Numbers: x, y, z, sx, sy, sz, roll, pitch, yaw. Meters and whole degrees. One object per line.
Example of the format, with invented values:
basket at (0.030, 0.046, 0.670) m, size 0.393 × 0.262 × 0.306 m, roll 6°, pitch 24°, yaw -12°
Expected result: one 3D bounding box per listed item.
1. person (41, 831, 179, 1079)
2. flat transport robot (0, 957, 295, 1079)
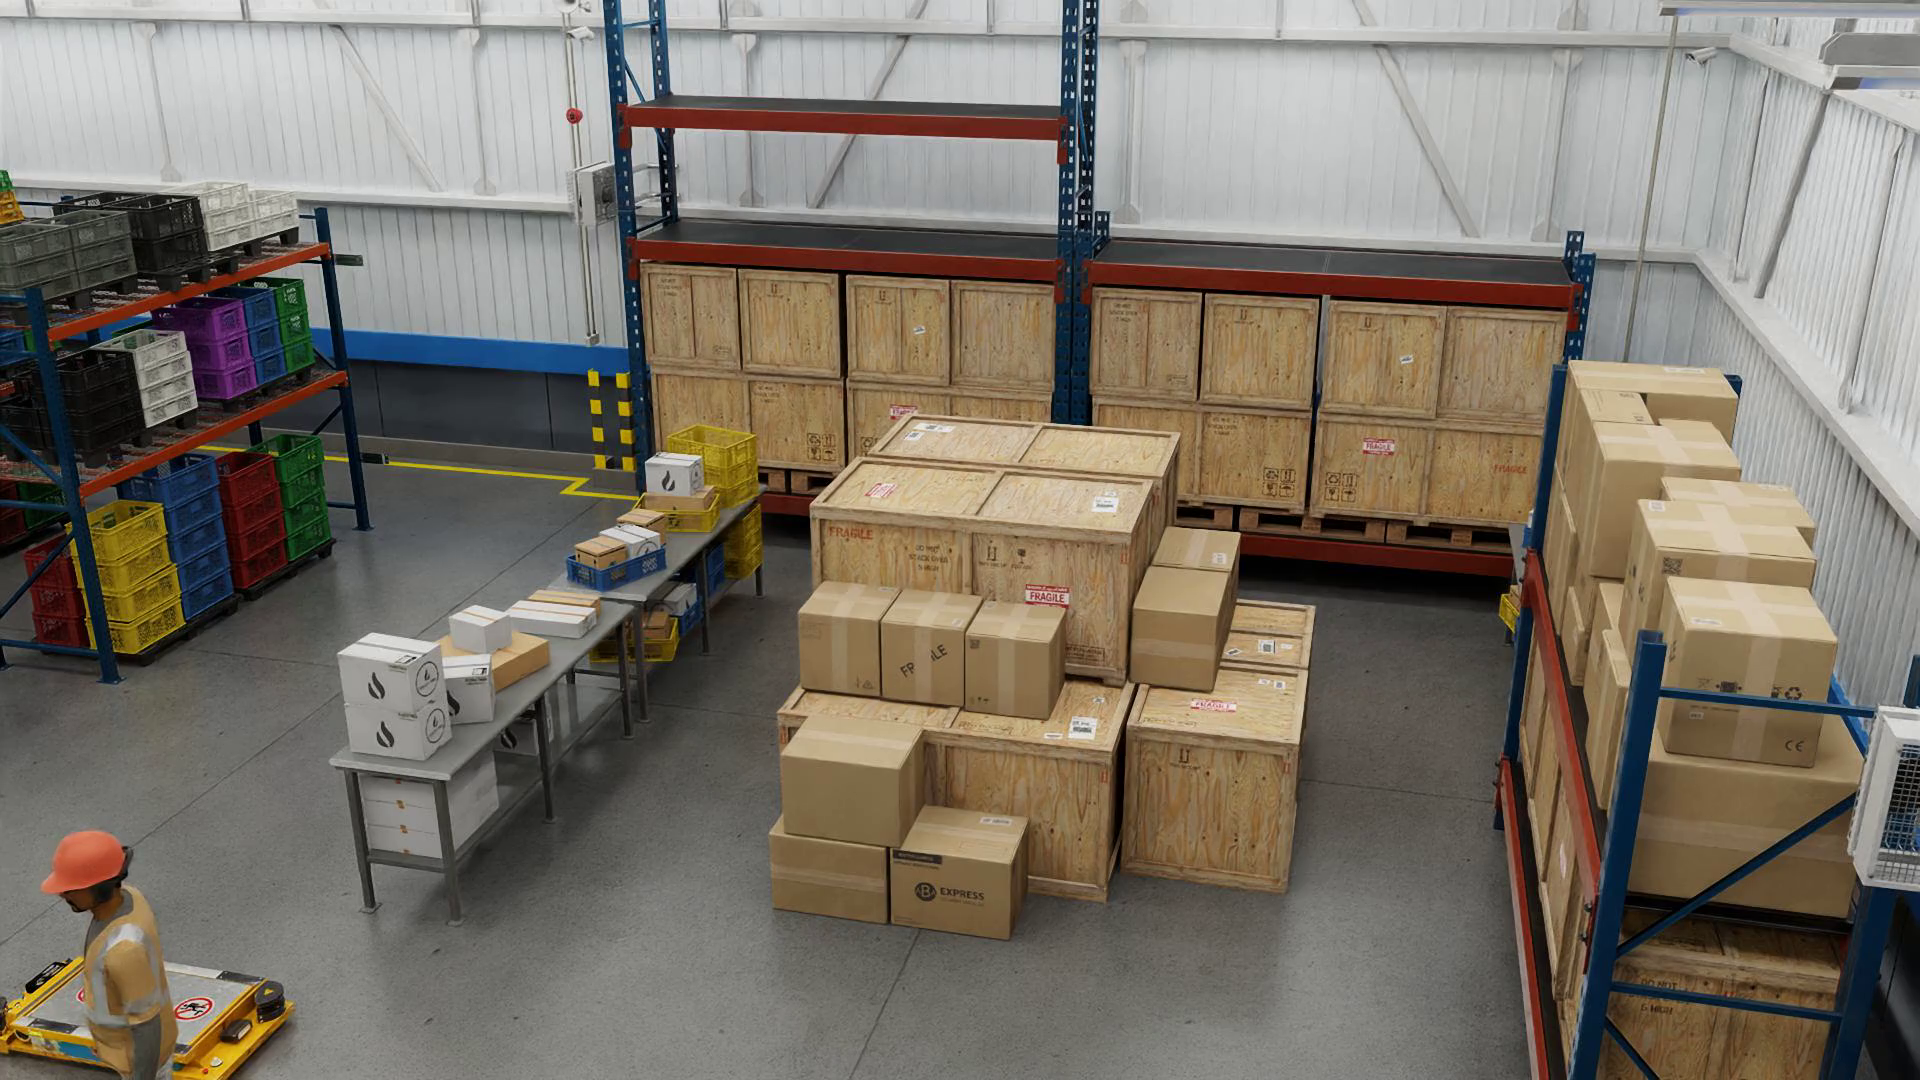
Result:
person at (-3.499, 2.124, 7.008) m, size 0.376 × 2.040 × 0.613 m, roll -12°, pitch 24°, yaw -28°
flat transport robot at (-4.270, 2.464, 8.601) m, size 1.431 × 0.231 × 0.659 m, roll 5°, pitch 22°, yaw 13°
